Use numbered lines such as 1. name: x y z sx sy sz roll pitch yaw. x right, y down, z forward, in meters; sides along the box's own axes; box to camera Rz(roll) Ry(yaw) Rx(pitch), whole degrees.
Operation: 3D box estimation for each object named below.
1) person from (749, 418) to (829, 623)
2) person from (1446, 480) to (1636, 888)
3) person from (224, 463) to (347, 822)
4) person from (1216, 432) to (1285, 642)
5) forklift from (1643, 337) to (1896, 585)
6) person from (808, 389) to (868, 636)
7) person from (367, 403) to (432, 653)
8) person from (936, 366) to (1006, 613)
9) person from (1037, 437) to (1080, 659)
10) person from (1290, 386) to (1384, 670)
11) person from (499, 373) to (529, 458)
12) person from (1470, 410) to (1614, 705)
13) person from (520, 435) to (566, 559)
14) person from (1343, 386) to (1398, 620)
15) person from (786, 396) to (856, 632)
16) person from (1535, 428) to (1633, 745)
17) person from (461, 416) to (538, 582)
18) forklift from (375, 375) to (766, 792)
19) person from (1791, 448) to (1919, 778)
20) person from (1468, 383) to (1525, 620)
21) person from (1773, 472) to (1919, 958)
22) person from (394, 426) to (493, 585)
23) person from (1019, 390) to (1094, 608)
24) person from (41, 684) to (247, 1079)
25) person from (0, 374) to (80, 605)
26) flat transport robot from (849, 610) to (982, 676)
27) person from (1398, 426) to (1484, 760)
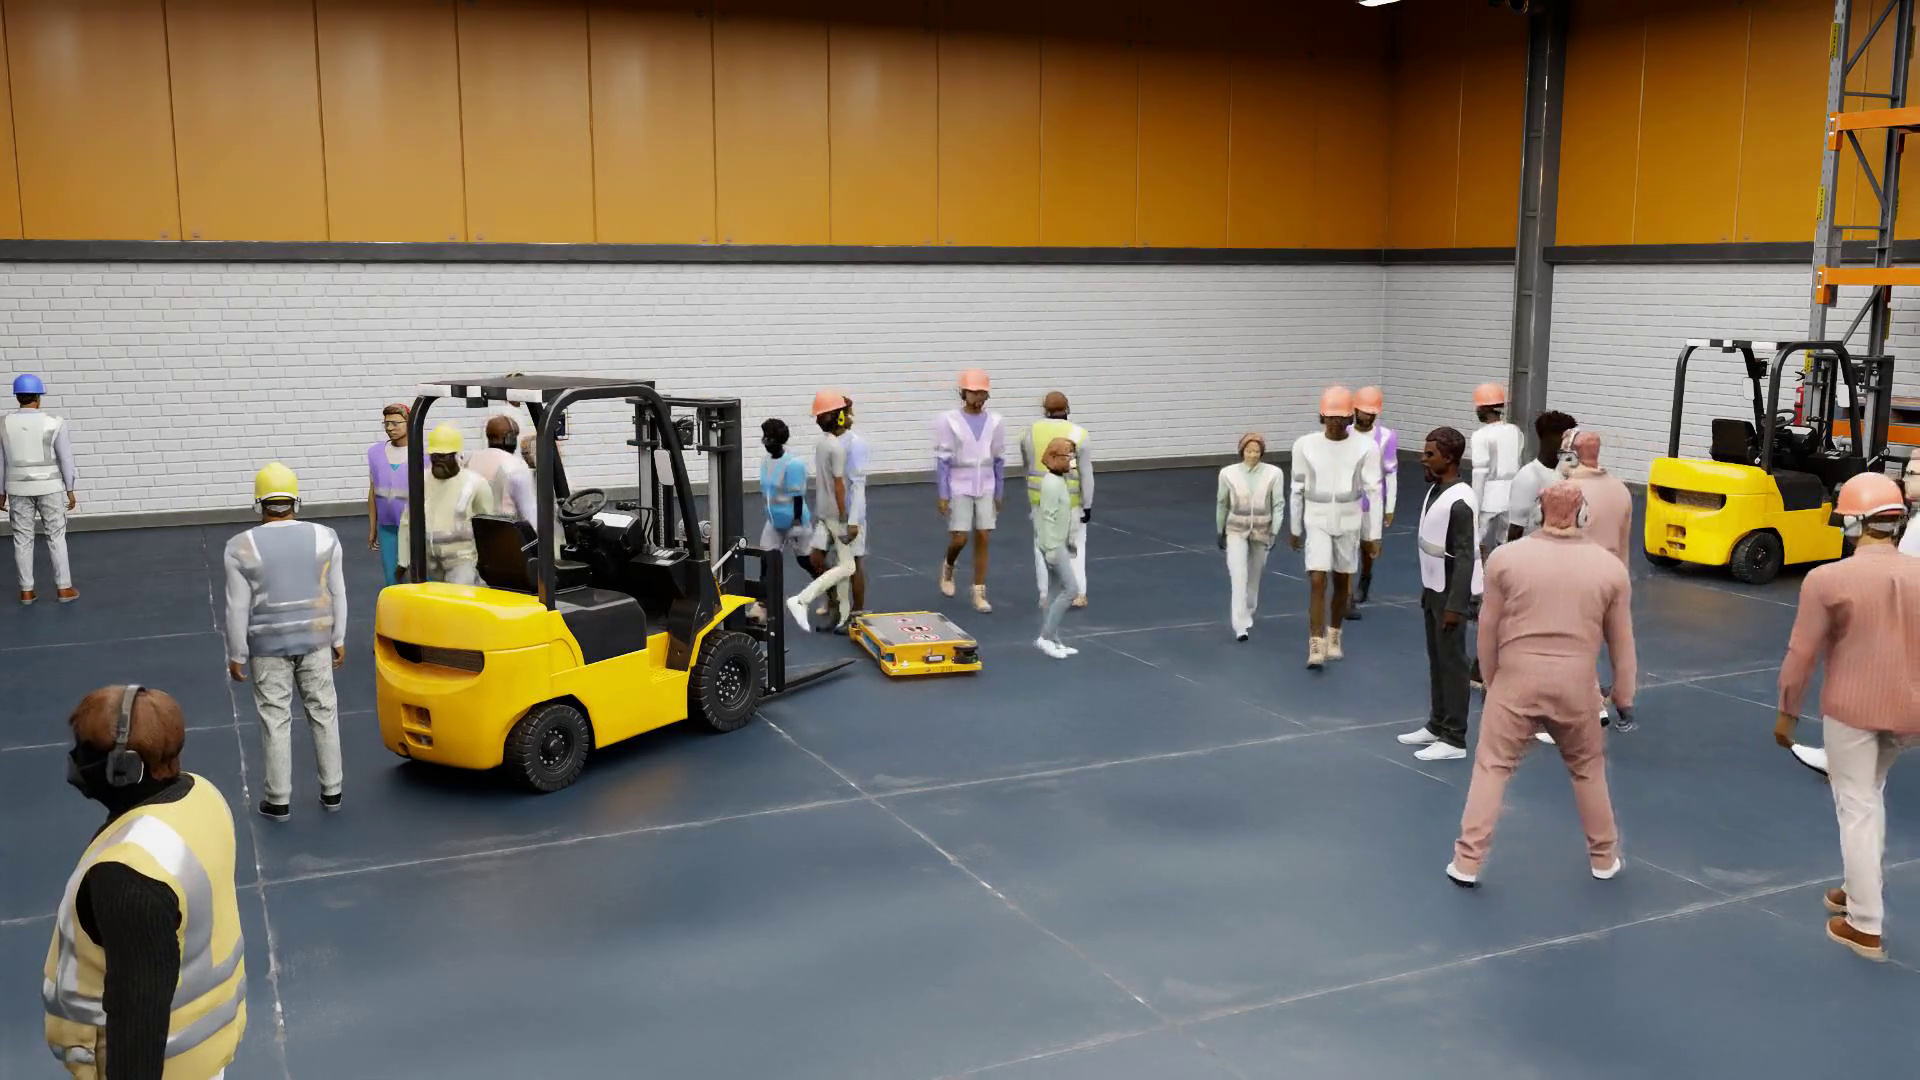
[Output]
1. person: -1.352 -0.165 13.310 0.872 1.654 0.561 -8 12 -42
2. person: 2.707 0.662 7.593 0.817 1.855 0.551 2 9 10
3. person: -3.436 0.519 8.504 0.586 1.835 0.404 -7 11 -35
4. person: 2.218 -0.041 12.773 0.499 1.584 0.938 0 9 2
5. forklift: 7.551 -0.789 15.507 2.313 2.155 1.214 -4 10 -25
6. person: -0.933 -0.196 12.718 0.565 1.902 0.547 9 13 44
7. person: -4.060 -0.083 12.196 0.563 1.847 0.389 1 9 8
8. person: 0.084 -0.423 13.746 0.622 2.032 0.617 -4 10 -22
9. person: 0.721 0.058 12.034 0.331 1.622 0.533 1 9 8
10. person: 2.638 -0.071 11.665 0.642 1.989 1.015 2 9 12
11. person: -4.321 -0.686 15.985 0.841 1.842 0.521 -1 9 -4
12. person: 3.784 0.117 10.749 1.057 1.906 0.619 7 11 36
13. person: -2.979 -0.008 12.510 0.693 1.598 0.535 -8 12 -39
14. person: 3.274 -0.335 13.669 0.592 1.891 0.941 1 9 9
15. person: -0.989 -0.177 12.747 0.628 1.852 0.550 -3 10 -16
16. person: 3.591 0.287 9.770 0.659 1.889 0.436 -6 11 -35
17. person: -3.279 0.020 11.771 0.619 1.789 0.971 7 12 38
18. forklift: -2.268 0.149 9.685 1.214 2.155 2.313 6 11 32
19. person: 5.099 0.433 8.942 0.996 1.854 0.675 5 11 29
20. person: 4.250 -0.289 13.323 0.563 1.914 0.581 -5 11 -29
21. person: 3.745 0.700 6.961 0.641 1.961 0.741 -1 9 -4
22. person: -3.427 0.145 10.979 0.599 1.783 0.938 3 10 16
23. person: 0.821 -0.329 13.799 0.635 1.828 0.533 3 10 20
24. person: -1.939 1.243 3.983 0.429 1.846 0.627 -2 9 -13
25. person: -7.797 -0.428 14.034 0.613 1.943 0.405 -3 10 -16
26. flat transport robot: -0.348 0.723 12.073 0.652 0.197 1.431 -2 9 -15
27. person: 2.799 0.306 9.566 0.399 1.920 0.590 0 9 2
